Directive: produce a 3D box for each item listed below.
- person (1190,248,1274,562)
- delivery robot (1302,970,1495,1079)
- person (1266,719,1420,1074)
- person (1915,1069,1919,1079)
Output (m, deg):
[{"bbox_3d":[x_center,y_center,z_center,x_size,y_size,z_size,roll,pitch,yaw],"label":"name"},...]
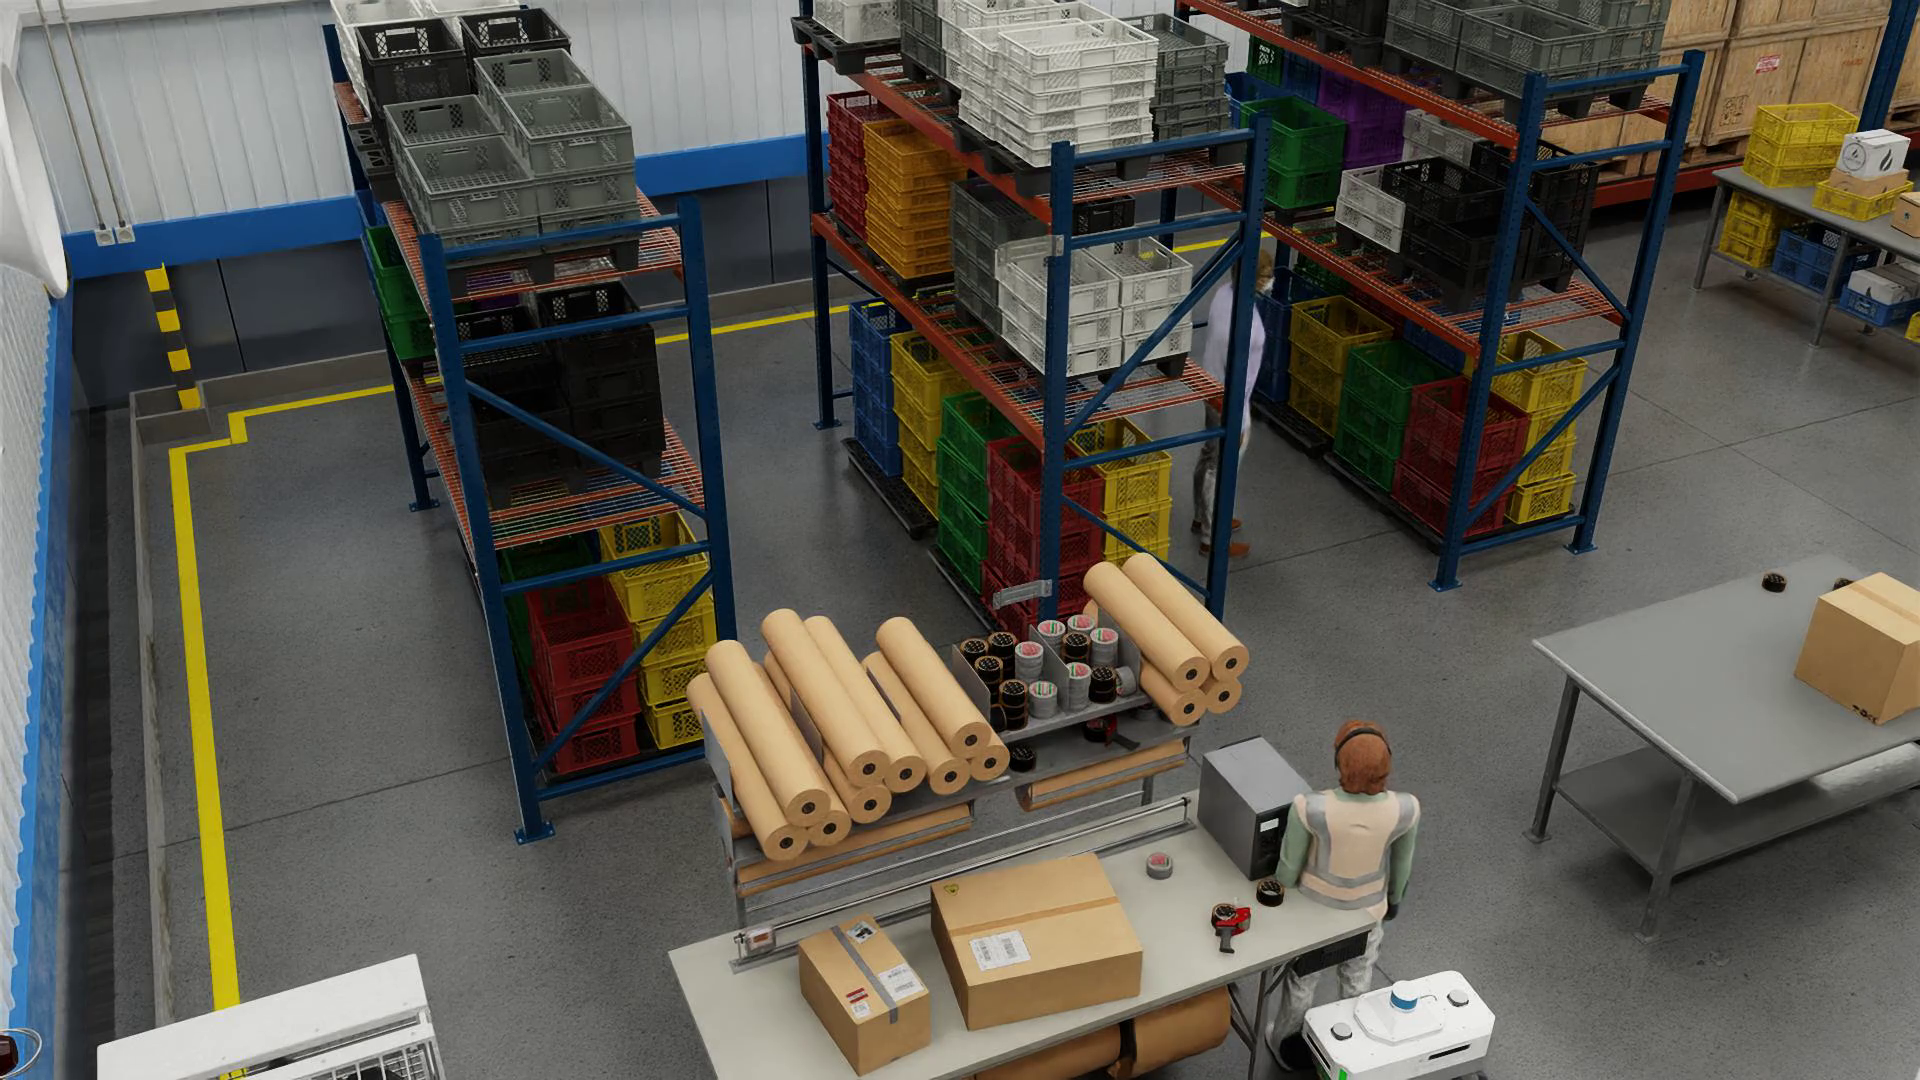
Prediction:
[{"bbox_3d":[1.567,-0.803,9.670,0.360,1.938,0.633,0,32,1],"label":"person"},{"bbox_3d":[1.702,1.921,6.470,0.707,0.478,0.477,-10,33,-16],"label":"delivery robot"},{"bbox_3d":[1.454,1.400,6.383,0.527,1.631,0.316,-2,32,-3],"label":"person"},{"bbox_3d":[3.742,1.573,5.903,0.625,1.844,0.429,-27,41,-36],"label":"person"}]
